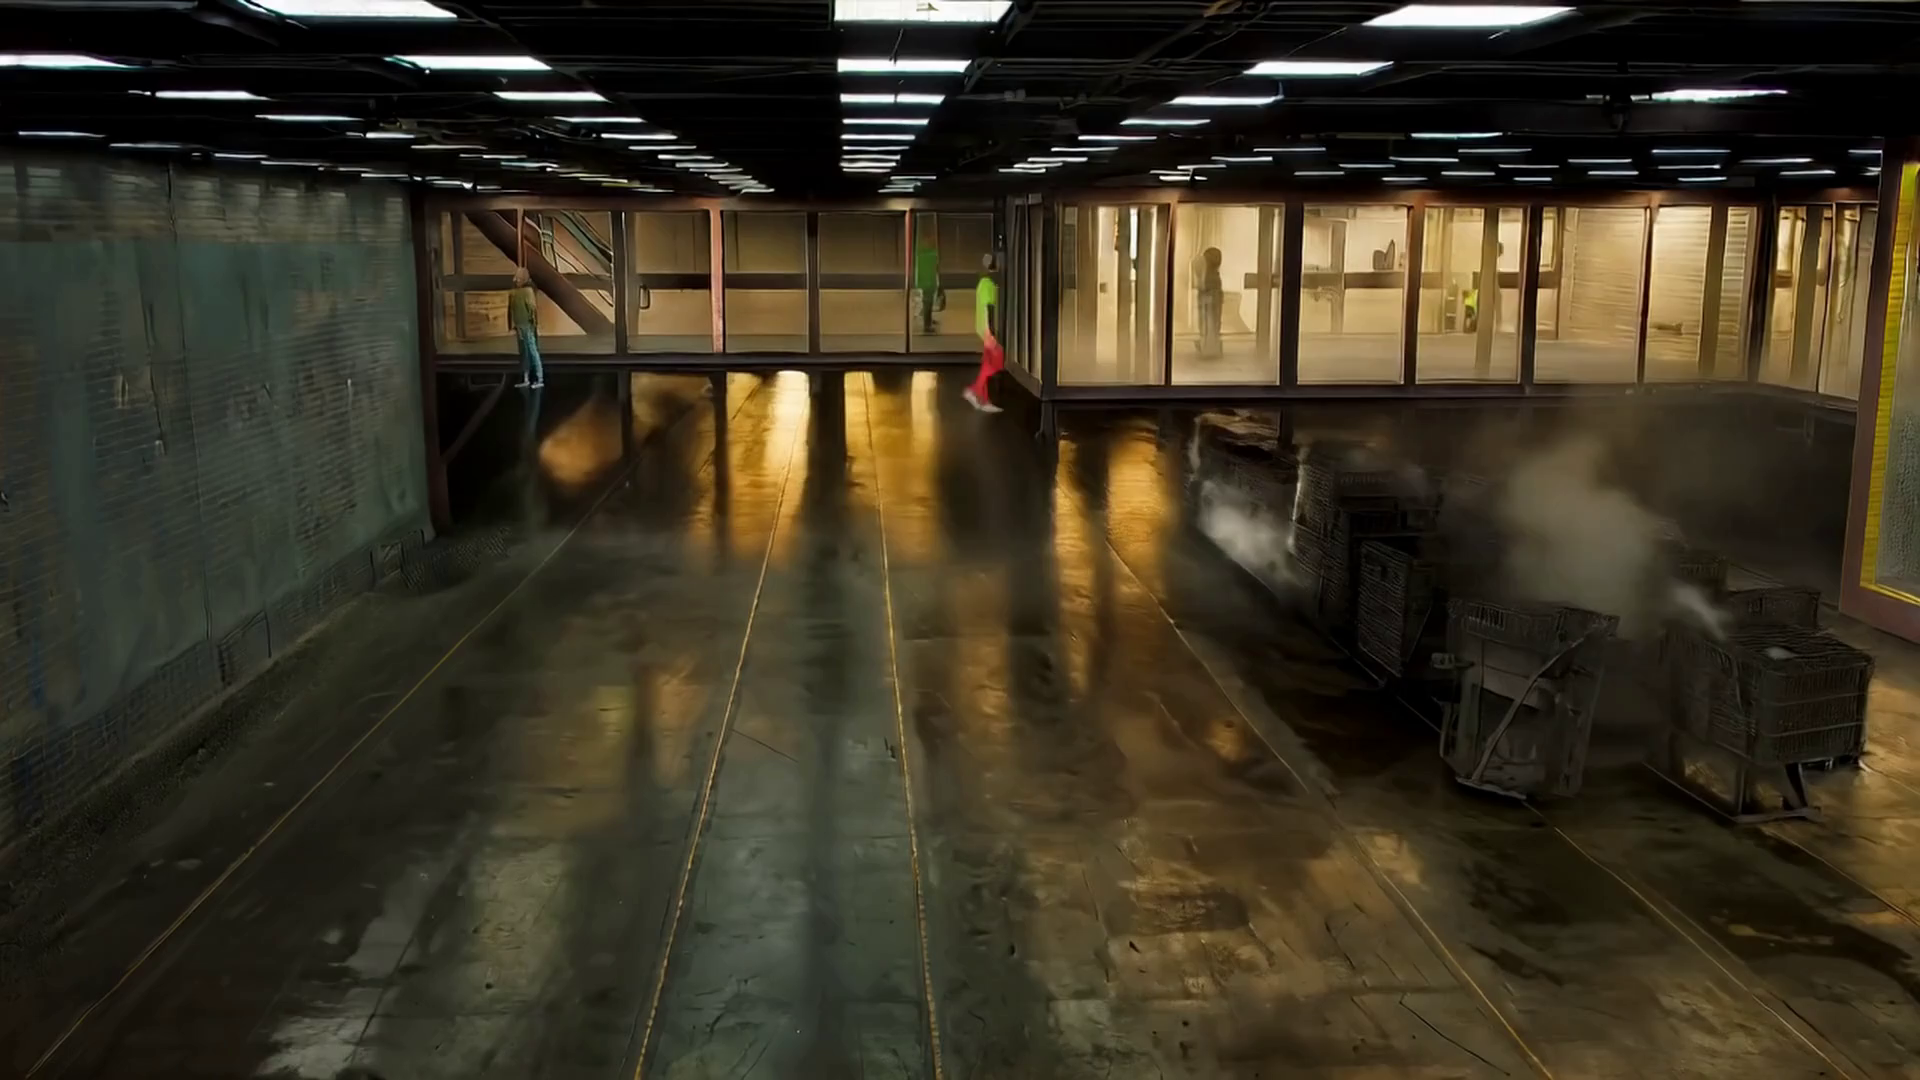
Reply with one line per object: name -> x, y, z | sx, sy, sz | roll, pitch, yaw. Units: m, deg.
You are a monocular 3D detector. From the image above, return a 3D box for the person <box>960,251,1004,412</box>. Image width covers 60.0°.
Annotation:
person -> 0.290, -2.378, 19.139 | 0.463, 1.863, 0.537 | -2, 11, -10

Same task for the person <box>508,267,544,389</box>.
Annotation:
person -> -5.812, -2.825, 22.211 | 0.492, 1.620, 0.347 | 7, 12, 32
